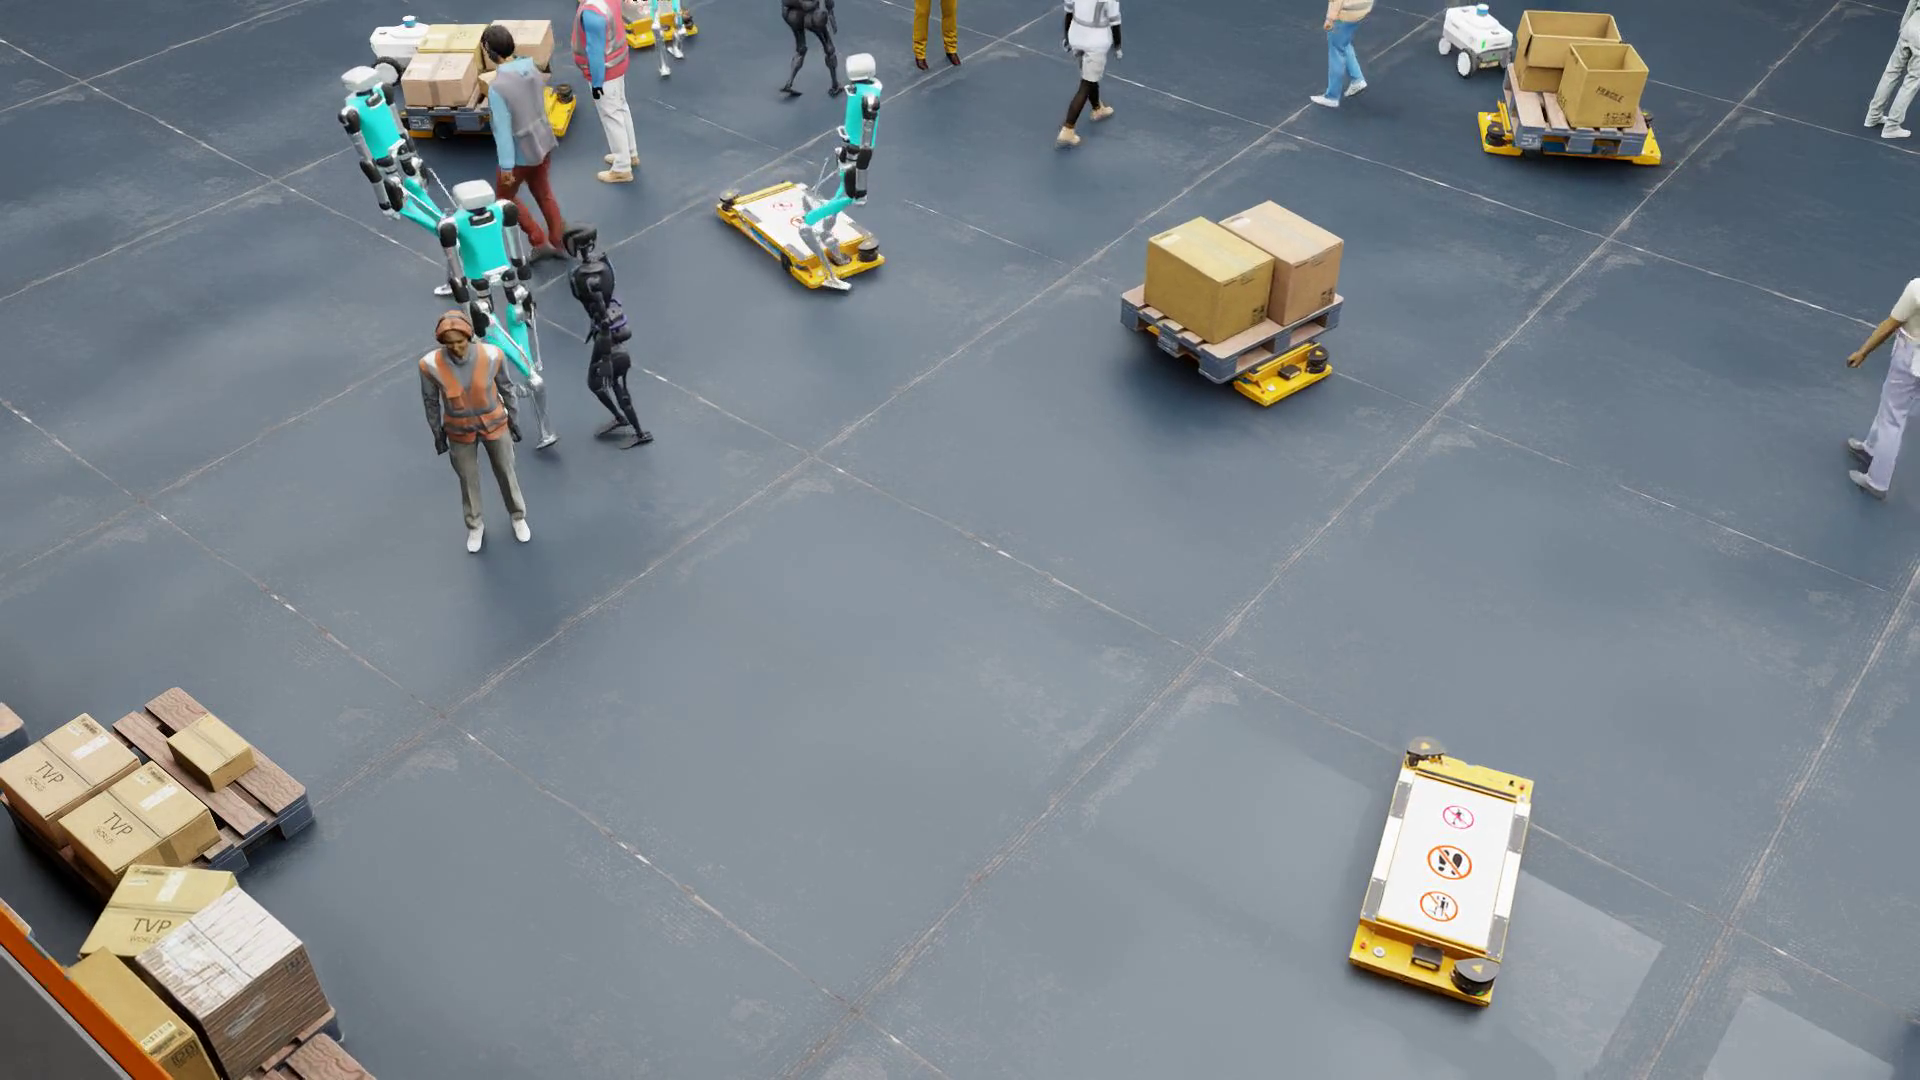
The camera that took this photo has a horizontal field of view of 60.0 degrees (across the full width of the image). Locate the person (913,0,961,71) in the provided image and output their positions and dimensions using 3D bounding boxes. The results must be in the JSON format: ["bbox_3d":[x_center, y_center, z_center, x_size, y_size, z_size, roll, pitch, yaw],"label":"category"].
[{"bbox_3d":[-0.208,-5.098,14.937,0.529,1.748,0.343,-12,42,-14],"label":"person"}]

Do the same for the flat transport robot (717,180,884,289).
[{"bbox_3d":[-1.254,-2.411,12.915,0.659,0.231,1.431,-25,46,-27],"label":"flat transport robot"}]

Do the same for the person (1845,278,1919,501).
[{"bbox_3d":[5.820,-1.130,10.214,0.592,1.819,0.695,-12,42,-14],"label":"person"}]

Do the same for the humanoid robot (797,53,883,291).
[{"bbox_3d":[-0.938,-2.584,12.034,0.804,1.837,0.531,-9,41,-10],"label":"humanoid robot"}]

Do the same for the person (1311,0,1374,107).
[{"bbox_3d":[3.329,-4.548,14.309,0.417,1.715,0.522,26,47,27],"label":"person"}]

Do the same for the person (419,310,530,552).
[{"bbox_3d":[-2.837,-0.643,9.776,0.522,1.636,0.308,-11,42,-13],"label":"person"}]

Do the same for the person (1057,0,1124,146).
[{"bbox_3d":[1.077,-4.153,13.890,0.539,1.656,0.864,31,49,32],"label":"person"}]

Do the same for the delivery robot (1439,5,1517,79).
[{"bbox_3d":[4.748,-4.622,15.283,0.499,0.580,0.756,-11,42,-13],"label":"delivery robot"}]

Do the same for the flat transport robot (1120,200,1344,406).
[{"bbox_3d":[1.888,-1.446,11.779,0.659,0.231,1.431,-27,47,-28],"label":"flat transport robot"}]

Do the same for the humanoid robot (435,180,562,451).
[{"bbox_3d":[-2.796,-1.341,10.533,0.530,1.757,0.985,-28,48,-29],"label":"humanoid robot"}]

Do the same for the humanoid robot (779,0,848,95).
[{"bbox_3d":[-1.348,-4.664,14.510,0.588,1.648,0.552,20,44,22],"label":"humanoid robot"}]

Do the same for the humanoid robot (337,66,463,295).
[{"bbox_3d":[-3.857,-2.459,11.894,0.774,1.832,0.539,12,42,14],"label":"humanoid robot"}]

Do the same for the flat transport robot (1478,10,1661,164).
[{"bbox_3d":[5.182,-3.476,14.167,1.431,0.231,0.659,6,41,6],"label":"flat transport robot"}]

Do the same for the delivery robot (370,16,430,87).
[{"bbox_3d":[-4.948,-4.453,15.090,0.788,0.587,0.499,0,40,0],"label":"delivery robot"}]

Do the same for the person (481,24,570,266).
[{"bbox_3d":[-3.203,-2.851,12.206,0.483,1.853,0.613,14,42,16],"label":"person"}]

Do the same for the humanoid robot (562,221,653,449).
[{"bbox_3d":[-2.225,-1.279,10.501,0.349,1.648,0.594,-14,42,-16],"label":"humanoid robot"}]

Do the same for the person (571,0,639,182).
[{"bbox_3d":[-2.860,-3.770,13.311,0.431,1.836,0.628,1,40,1],"label":"person"}]

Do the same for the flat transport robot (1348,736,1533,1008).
[{"bbox_3d":[2.400,1.595,8.201,0.659,0.231,1.431,15,43,17],"label":"flat transport robot"}]

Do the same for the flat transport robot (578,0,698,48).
[{"bbox_3d":[-3.159,-5.166,16.155,0.659,0.231,1.431,-22,45,-24],"label":"flat transport robot"}]

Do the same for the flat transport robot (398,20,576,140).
[{"bbox_3d":[-4.116,-3.729,14.464,1.431,0.231,0.659,0,40,0],"label":"flat transport robot"}]

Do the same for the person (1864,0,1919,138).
[{"bbox_3d":[8.066,-4.201,13.892,0.319,1.728,0.486,-15,43,-17],"label":"person"}]

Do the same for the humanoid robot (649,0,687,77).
[{"bbox_3d":[-2.624,-4.999,14.845,0.568,1.784,0.887,-10,41,-12],"label":"humanoid robot"}]
